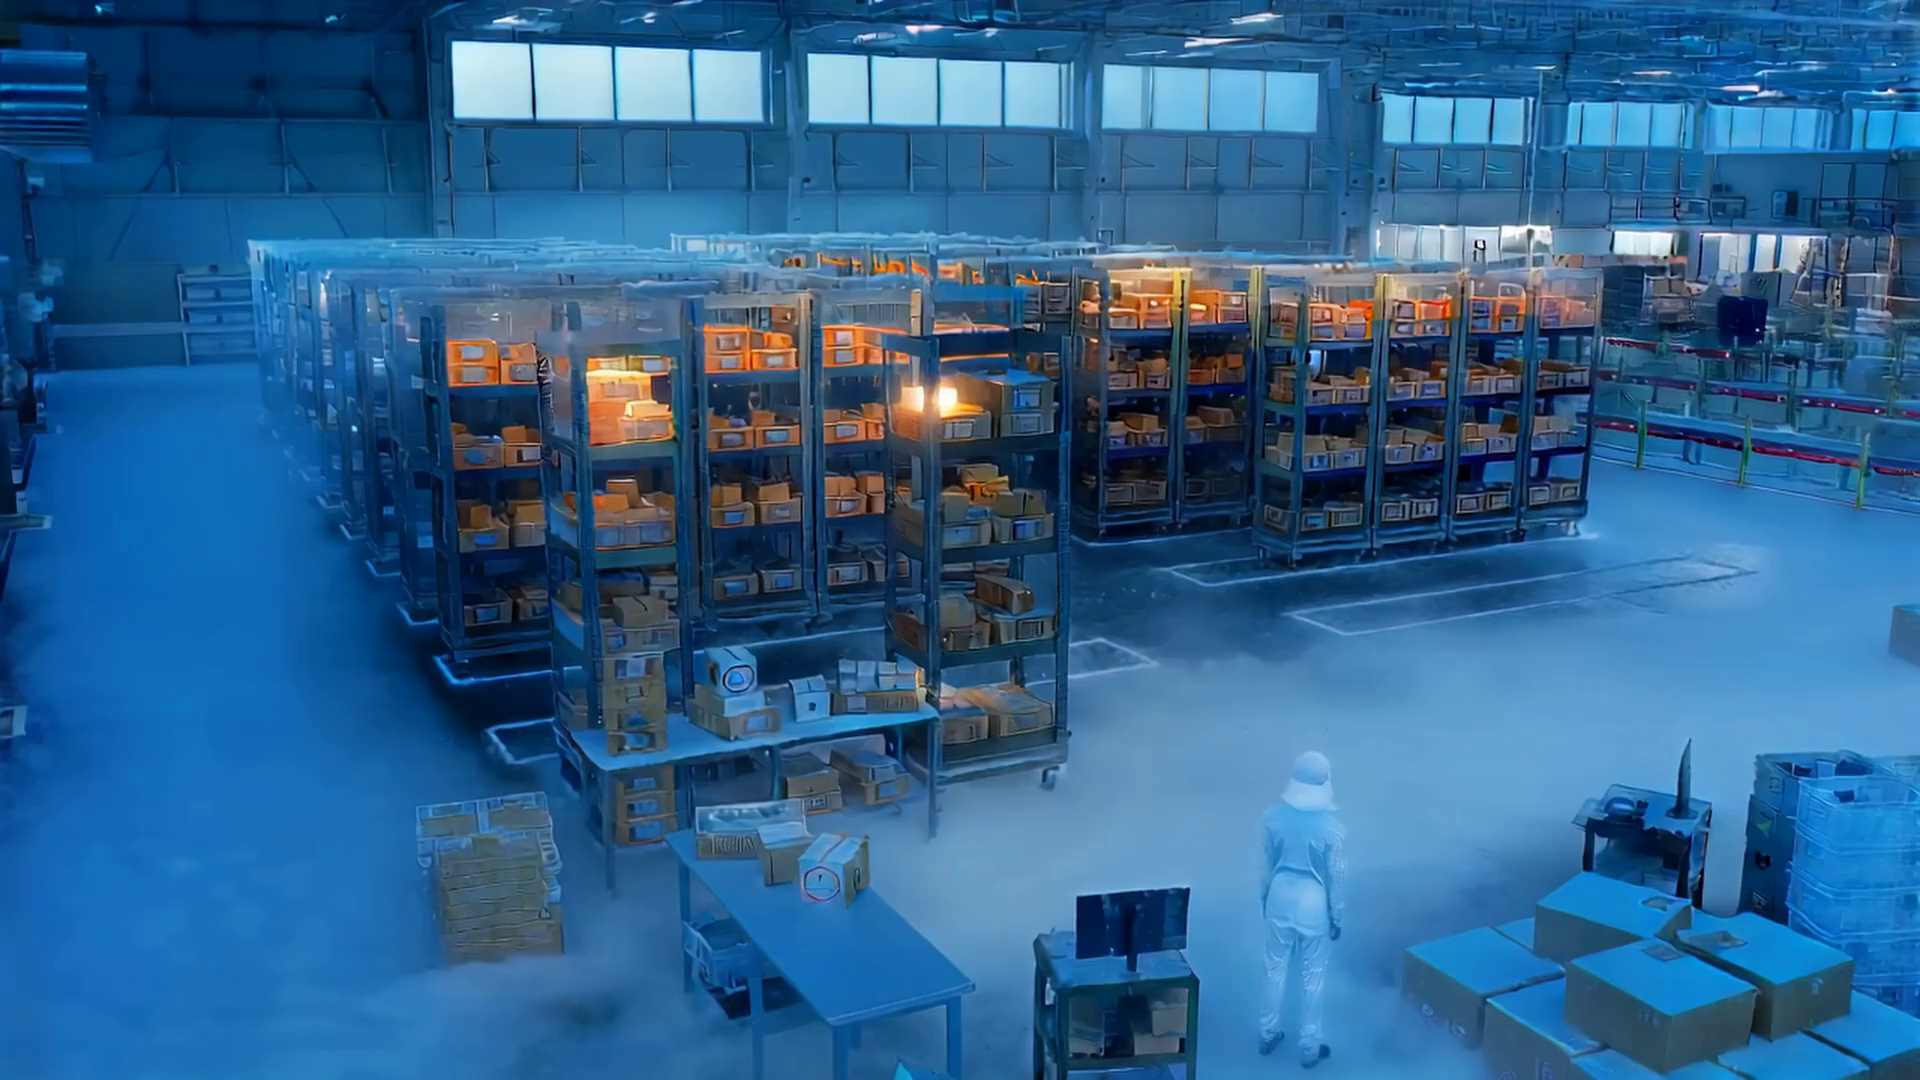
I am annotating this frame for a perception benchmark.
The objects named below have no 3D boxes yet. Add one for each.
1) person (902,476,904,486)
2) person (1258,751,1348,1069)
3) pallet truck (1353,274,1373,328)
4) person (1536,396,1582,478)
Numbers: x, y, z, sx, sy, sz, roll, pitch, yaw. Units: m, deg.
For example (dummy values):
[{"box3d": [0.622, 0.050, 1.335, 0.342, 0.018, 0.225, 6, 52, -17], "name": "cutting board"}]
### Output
[{"box3d": [-1.027, -1.516, 25.058, 0.563, 1.837, 0.389, 12, 17, 43], "name": "person"}, {"box3d": [1.844, 1.977, 8.966, 0.480, 1.734, 0.333, 7, 14, 31], "name": "person"}, {"box3d": [13.011, -8.050, 55.243, 0.823, 1.965, 1.885, -7, 14, -28], "name": "pallet truck"}, {"box3d": [8.921, -1.455, 24.709, 0.673, 1.855, 0.960, -1, 12, -4], "name": "person"}]
